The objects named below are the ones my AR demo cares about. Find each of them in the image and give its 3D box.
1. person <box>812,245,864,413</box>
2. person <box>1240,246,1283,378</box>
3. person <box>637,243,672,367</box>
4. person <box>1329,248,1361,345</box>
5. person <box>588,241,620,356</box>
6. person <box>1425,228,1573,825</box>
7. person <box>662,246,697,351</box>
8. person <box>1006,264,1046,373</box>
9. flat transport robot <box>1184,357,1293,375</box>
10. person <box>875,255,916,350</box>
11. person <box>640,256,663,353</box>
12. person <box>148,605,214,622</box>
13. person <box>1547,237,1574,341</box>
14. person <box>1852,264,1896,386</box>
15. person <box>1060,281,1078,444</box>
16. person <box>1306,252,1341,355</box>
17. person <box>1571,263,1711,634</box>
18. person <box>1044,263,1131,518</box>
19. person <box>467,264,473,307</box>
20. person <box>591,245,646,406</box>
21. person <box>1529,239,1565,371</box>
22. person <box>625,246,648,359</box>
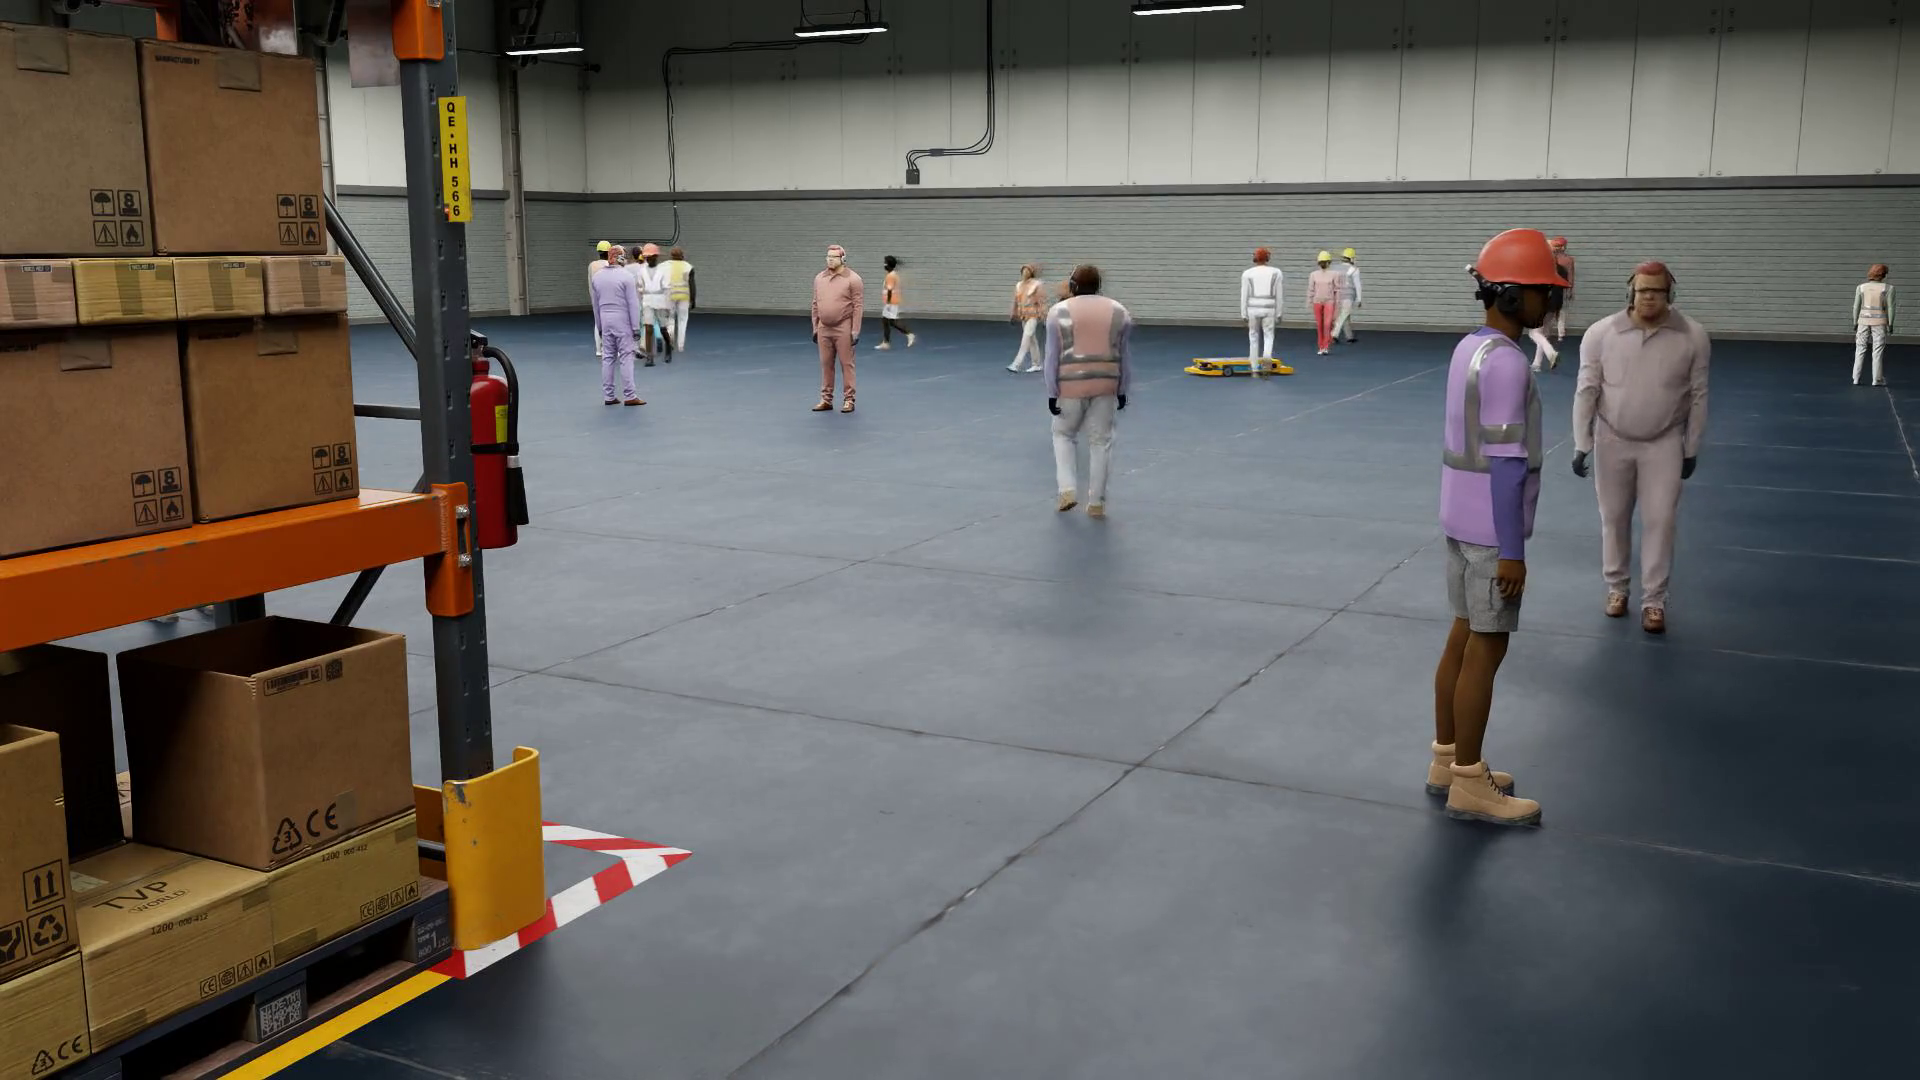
[{"bbox_3d":[-1.430,-2.419,19.090,0.641,1.913,0.407,5,11,24],"label":"person"},{"bbox_3d":[4.258,-3.208,23.508,0.601,1.870,0.588,2,11,9],"label":"person"},{"bbox_3d":[-4.732,-3.668,25.912,0.542,1.911,0.789,1,10,5],"label":"person"},{"bbox_3d":[7.130,-4.507,30.822,0.922,1.794,0.610,-7,13,-35],"label":"person"},{"bbox_3d":[-5.925,-4.021,27.778,0.585,1.928,0.369,5,12,27],"label":"person"},{"bbox_3d":[1.873,-0.046,5.785,0.382,2.041,0.616,1,10,3],"label":"person"},{"bbox_3d":[-4.933,-4.213,29.090,0.658,1.828,0.442,-1,10,-4],"label":"person"},{"bbox_3d":[0.930,-3.225,24.322,0.850,1.588,0.566,-8,13,-36],"label":"person"},{"bbox_3d":[4.053,-2.534,24.191,1.431,0.197,0.652,-3,11,-16],"label":"flat transport robot"},{"bbox_3d":[-1.149,-4.191,29.386,0.677,1.672,0.536,0,10,1],"label":"person"},{"bbox_3d":[-5.240,-4.021,28.073,0.604,1.822,0.536,-4,11,-23],"label":"person"},{"bbox_3d":[-4.158,-0.489,8.749,0.332,1.843,0.525,9,14,40],"label":"person"},{"bbox_3d":[11.481,-4.824,31.980,0.622,1.989,0.399,7,12,33],"label":"person"},{"bbox_3d":[12.276,-2.883,22.361,0.307,1.639,0.525,-9,14,-41],"label":"person"},{"bbox_3d":[1.066,-1.696,15.949,0.373,1.622,0.506,-9,13,-39],"label":"person"},{"bbox_3d":[6.094,-3.972,28.011,0.553,1.732,0.818,5,11,24],"label":"person"},{"bbox_3d":[3.489,-0.474,8.580,0.642,1.874,0.864,5,11,24],"label":"person"},{"bbox_3d":[0.911,-1.065,11.956,0.644,1.828,0.460,-1,10,-7],"label":"person"},{"bbox_3d":[-8.904,-4.281,29.316,0.651,1.881,1.014,1,10,4],"label":"person"},{"bbox_3d":[-4.060,-2.549,19.831,0.639,1.902,0.407,5,12,27],"label":"person"},{"bbox_3d":[8.644,-3.442,24.509,0.624,1.972,0.764,-3,11,-18],"label":"person"},{"bbox_3d":[-5.267,-3.887,27.294,0.488,1.844,0.481,5,12,26],"label":"person"}]
